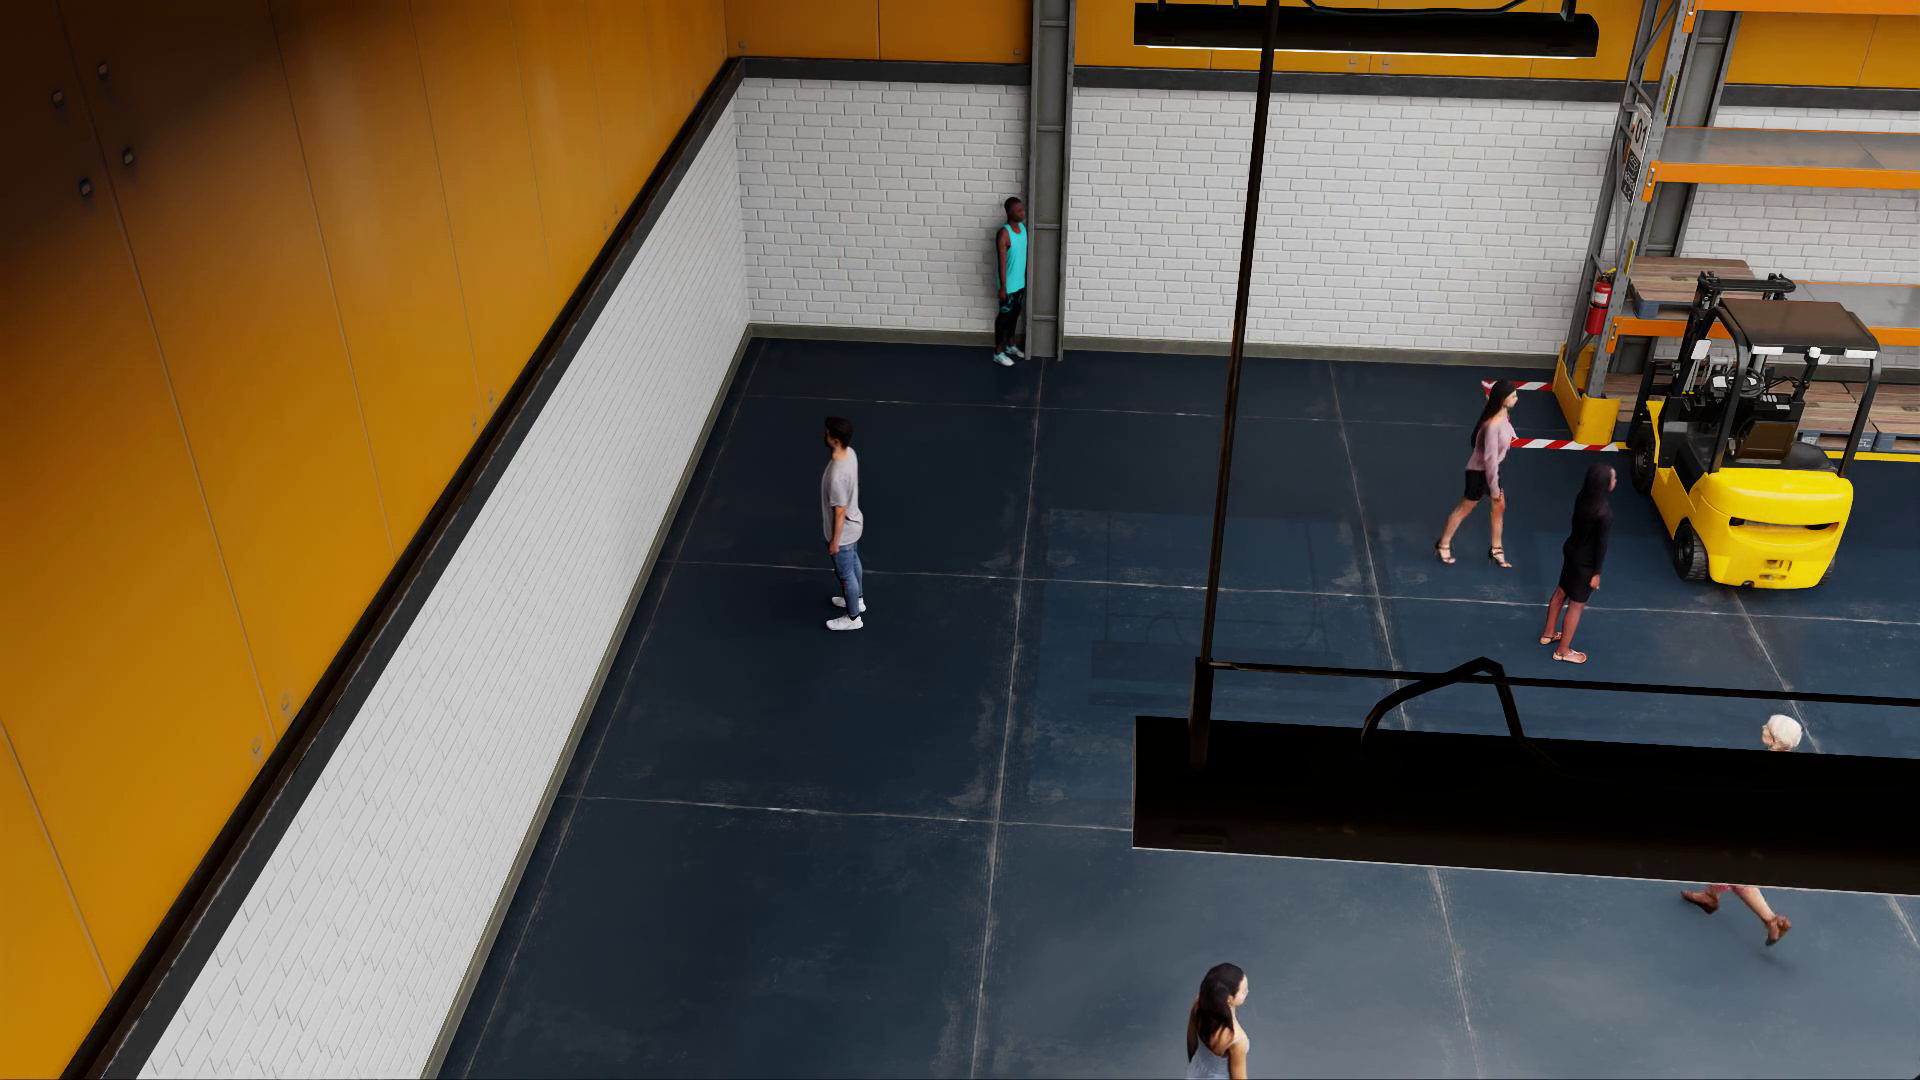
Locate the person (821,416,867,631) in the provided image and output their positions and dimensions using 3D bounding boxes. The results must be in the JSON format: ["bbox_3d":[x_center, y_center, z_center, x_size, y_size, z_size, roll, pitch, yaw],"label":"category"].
[{"bbox_3d":[-0.930,-0.138,13.175,0.534,1.886,0.666,2,34,4],"label":"person"}]

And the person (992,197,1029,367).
[{"bbox_3d":[0.512,-2.663,17.048,0.677,1.805,0.673,20,38,27],"label":"person"}]

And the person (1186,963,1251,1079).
[{"bbox_3d":[1.330,2.882,8.772,0.706,1.730,0.673,-19,38,-26],"label":"person"}]

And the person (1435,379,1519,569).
[{"bbox_3d":[4.253,-0.542,13.874,1.006,1.786,0.874,20,39,28],"label":"person"}]

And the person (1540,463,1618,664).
[{"bbox_3d":[4.828,0.153,12.887,0.556,1.720,0.643,-3,34,-5],"label":"person"}]

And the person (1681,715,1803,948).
[{"bbox_3d":[5.005,1.840,10.397,0.951,1.668,1.014,-25,41,-32],"label":"person"}]
